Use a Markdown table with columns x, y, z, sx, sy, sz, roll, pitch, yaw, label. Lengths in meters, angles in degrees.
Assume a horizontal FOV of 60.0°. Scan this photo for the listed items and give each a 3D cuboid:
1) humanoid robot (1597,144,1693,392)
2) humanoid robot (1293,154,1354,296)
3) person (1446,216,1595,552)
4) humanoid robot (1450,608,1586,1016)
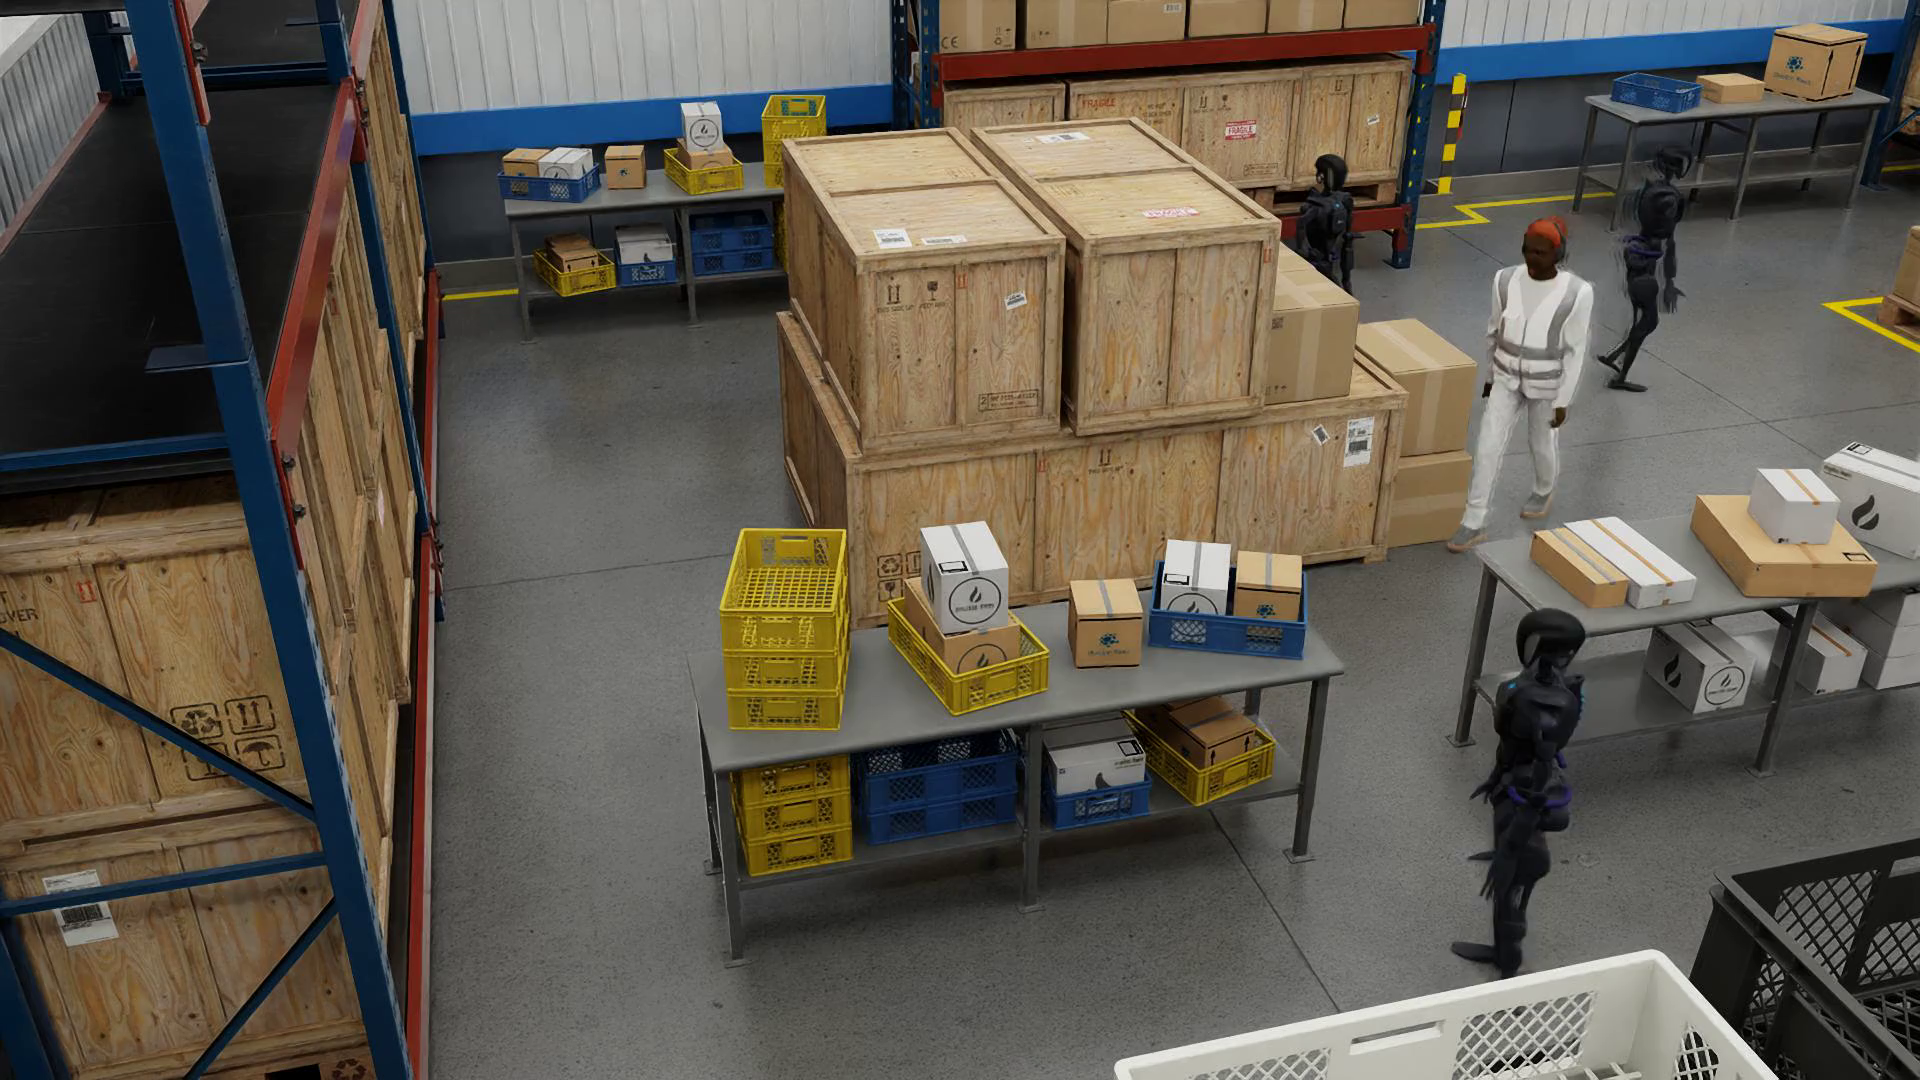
| x | y | z | sx | sy | sz | roll | pitch | yaw | label |
| --- | --- | --- | --- | --- | --- | --- | --- | --- | --- |
| 4.540 | -1.756 | 10.838 | 0.416 | 1.645 | 0.600 | 8 | 30 | 13 | humanoid robot |
| 2.295 | -1.661 | 10.671 | 0.574 | 1.653 | 0.318 | -21 | 35 | -33 | humanoid robot |
| 3.102 | -0.875 | 9.072 | 0.582 | 1.840 | 0.918 | 22 | 36 | 34 | person |
| 1.960 | 0.961 | 5.902 | 0.341 | 1.658 | 0.601 | 6 | 29 | 10 | humanoid robot |
